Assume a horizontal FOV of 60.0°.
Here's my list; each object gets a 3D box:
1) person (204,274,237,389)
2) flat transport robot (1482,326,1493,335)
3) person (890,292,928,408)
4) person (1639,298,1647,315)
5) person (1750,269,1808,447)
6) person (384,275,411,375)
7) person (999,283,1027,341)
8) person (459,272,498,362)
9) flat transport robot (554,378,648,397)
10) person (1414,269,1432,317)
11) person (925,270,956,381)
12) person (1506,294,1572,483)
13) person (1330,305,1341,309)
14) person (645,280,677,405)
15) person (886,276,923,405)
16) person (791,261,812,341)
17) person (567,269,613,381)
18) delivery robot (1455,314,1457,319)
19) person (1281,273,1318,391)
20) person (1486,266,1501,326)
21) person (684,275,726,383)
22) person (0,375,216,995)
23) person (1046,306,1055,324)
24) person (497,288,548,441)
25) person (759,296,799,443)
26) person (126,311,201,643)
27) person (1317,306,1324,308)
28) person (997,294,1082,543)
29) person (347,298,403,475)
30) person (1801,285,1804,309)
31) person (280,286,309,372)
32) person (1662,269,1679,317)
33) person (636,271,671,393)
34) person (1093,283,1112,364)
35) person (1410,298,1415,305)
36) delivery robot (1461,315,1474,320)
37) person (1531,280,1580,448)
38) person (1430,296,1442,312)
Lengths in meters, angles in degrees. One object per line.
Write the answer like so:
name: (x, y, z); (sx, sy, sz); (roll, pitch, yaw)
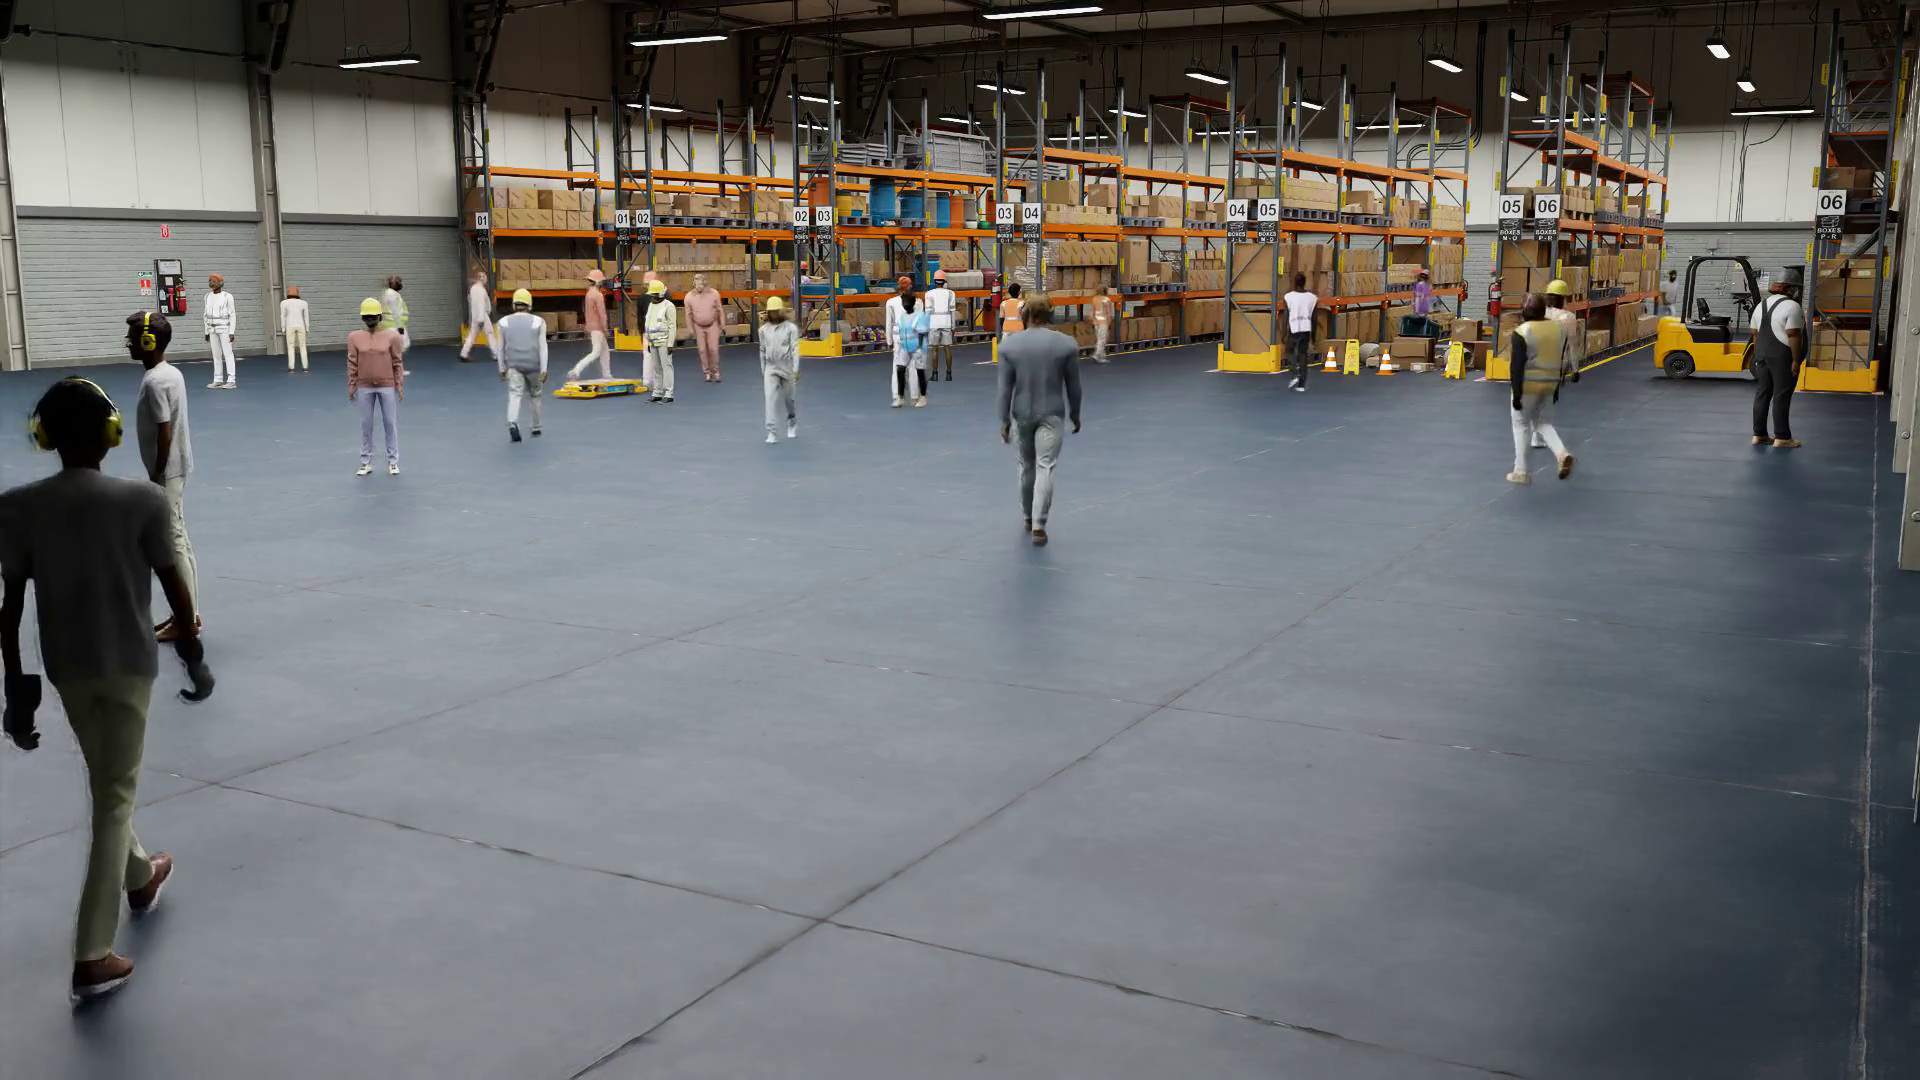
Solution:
person: (-12.179, -3.425, 27.350); (0.584, 1.882, 0.345); (3, 10, 18)
flat transport robot: (14.476, -5.771, 45.793); (0.652, 0.197, 1.431); (-1, 10, -7)
person: (-0.729, -2.695, 23.721); (0.550, 1.663, 0.750); (6, 12, 33)
person: (17.946, -6.091, 43.819); (0.900, 1.585, 0.524); (5, 11, 25)
person: (9.443, -2.094, 19.100); (0.536, 2.000, 0.673); (-2, 10, -14)
person: (-10.280, -3.916, 30.394); (0.443, 1.828, 0.629); (-2, 10, -14)
person: (0.951, -3.684, 29.413); (0.536, 1.696, 0.322); (5, 11, 25)
person: (-9.874, -4.580, 34.185); (0.974, 1.867, 0.646); (-6, 12, -33)
flat transport robot: (-5.604, -2.391, 26.009); (0.652, 0.197, 1.431); (6, 11, 30)
person: (10.272, -5.092, 37.147); (0.374, 1.889, 0.709); (9, 13, 44)
person: (-0.355, -3.734, 29.001); (0.548, 1.937, 0.379); (-2, 10, -11)
person: (5.495, -1.422, 15.804); (0.629, 1.823, 0.605); (-4, 10, -20)
person: (9.418, -5.819, 41.496); (0.346, 1.840, 0.505); (-7, 12, -37)
person: (-4.422, -2.903, 24.477); (0.586, 1.822, 0.403); (9, 13, 44)
person: (-0.802, -2.926, 24.445); (0.575, 1.878, 0.338); (3, 10, 16)
person: (-3.873, -5.822, 40.920); (0.614, 2.042, 0.373); (7, 12, 37)
person: (-6.096, -3.506, 27.610); (0.893, 1.963, 0.616); (-5, 11, -26)
delivery robot: (13.805, -6.031, 46.217); (0.477, 0.478, 0.707); (1, 10, 3)
person: (5.472, -3.350, 26.857); (0.633, 1.898, 0.469); (-2, 10, -10)
person: (15.006, -6.729, 46.670); (0.573, 1.887, 0.671); (-5, 11, -28)
person: (-4.396, -3.637, 28.681); (0.703, 1.855, 0.729); (0, 10, -2)
person: (-2.641, 0.404, 5.146); (0.513, 1.815, 1.002); (-1, 10, -4)
person: (1.845, -5.205, 37.662); (0.627, 1.932, 0.373); (1, 10, 3)
person: (-5.178, -2.073, 19.681); (0.599, 1.806, 0.842); (0, 10, -3)
person: (-2.122, -2.024, 19.642); (0.489, 1.712, 0.814); (1, 10, 4)
person: (-4.524, -0.355, 9.419); (0.327, 1.872, 0.516); (-3, 10, -18)
person: (8.215, -5.387, 38.929); (0.659, 1.860, 0.980); (5, 11, 29)
person: (0.610, -0.944, 12.854); (0.638, 1.888, 1.038); (2, 10, 11)
person: (-5.809, -1.518, 16.538); (0.533, 1.765, 0.330); (-2, 10, -11)
person: (18.438, -5.095, 37.031); (0.582, 1.918, 0.388); (5, 11, 26)
person: (-12.485, -3.958, 31.240); (0.505, 1.624, 0.297); (-6, 11, -32)
person: (18.455, -6.134, 43.368); (0.493, 1.837, 0.822); (-2, 10, -9)
person: (-4.923, -3.366, 26.894); (0.613, 1.942, 1.017); (0, 10, 0)
person: (2.861, -4.388, 33.784); (0.469, 1.651, 0.529); (-8, 12, -38)
person: (12.976, -6.835, 46.915); (0.622, 2.010, 0.712); (9, 13, 41)
delivery robot: (13.795, -5.920, 45.569); (0.707, 0.478, 0.477); (-1, 10, -7)
person: (6.792, -2.002, 18.961); (0.798, 1.893, 0.605); (-8, 12, -38)
person: (13.423, -6.742, 46.732); (0.441, 1.923, 0.550); (5, 11, 26)
